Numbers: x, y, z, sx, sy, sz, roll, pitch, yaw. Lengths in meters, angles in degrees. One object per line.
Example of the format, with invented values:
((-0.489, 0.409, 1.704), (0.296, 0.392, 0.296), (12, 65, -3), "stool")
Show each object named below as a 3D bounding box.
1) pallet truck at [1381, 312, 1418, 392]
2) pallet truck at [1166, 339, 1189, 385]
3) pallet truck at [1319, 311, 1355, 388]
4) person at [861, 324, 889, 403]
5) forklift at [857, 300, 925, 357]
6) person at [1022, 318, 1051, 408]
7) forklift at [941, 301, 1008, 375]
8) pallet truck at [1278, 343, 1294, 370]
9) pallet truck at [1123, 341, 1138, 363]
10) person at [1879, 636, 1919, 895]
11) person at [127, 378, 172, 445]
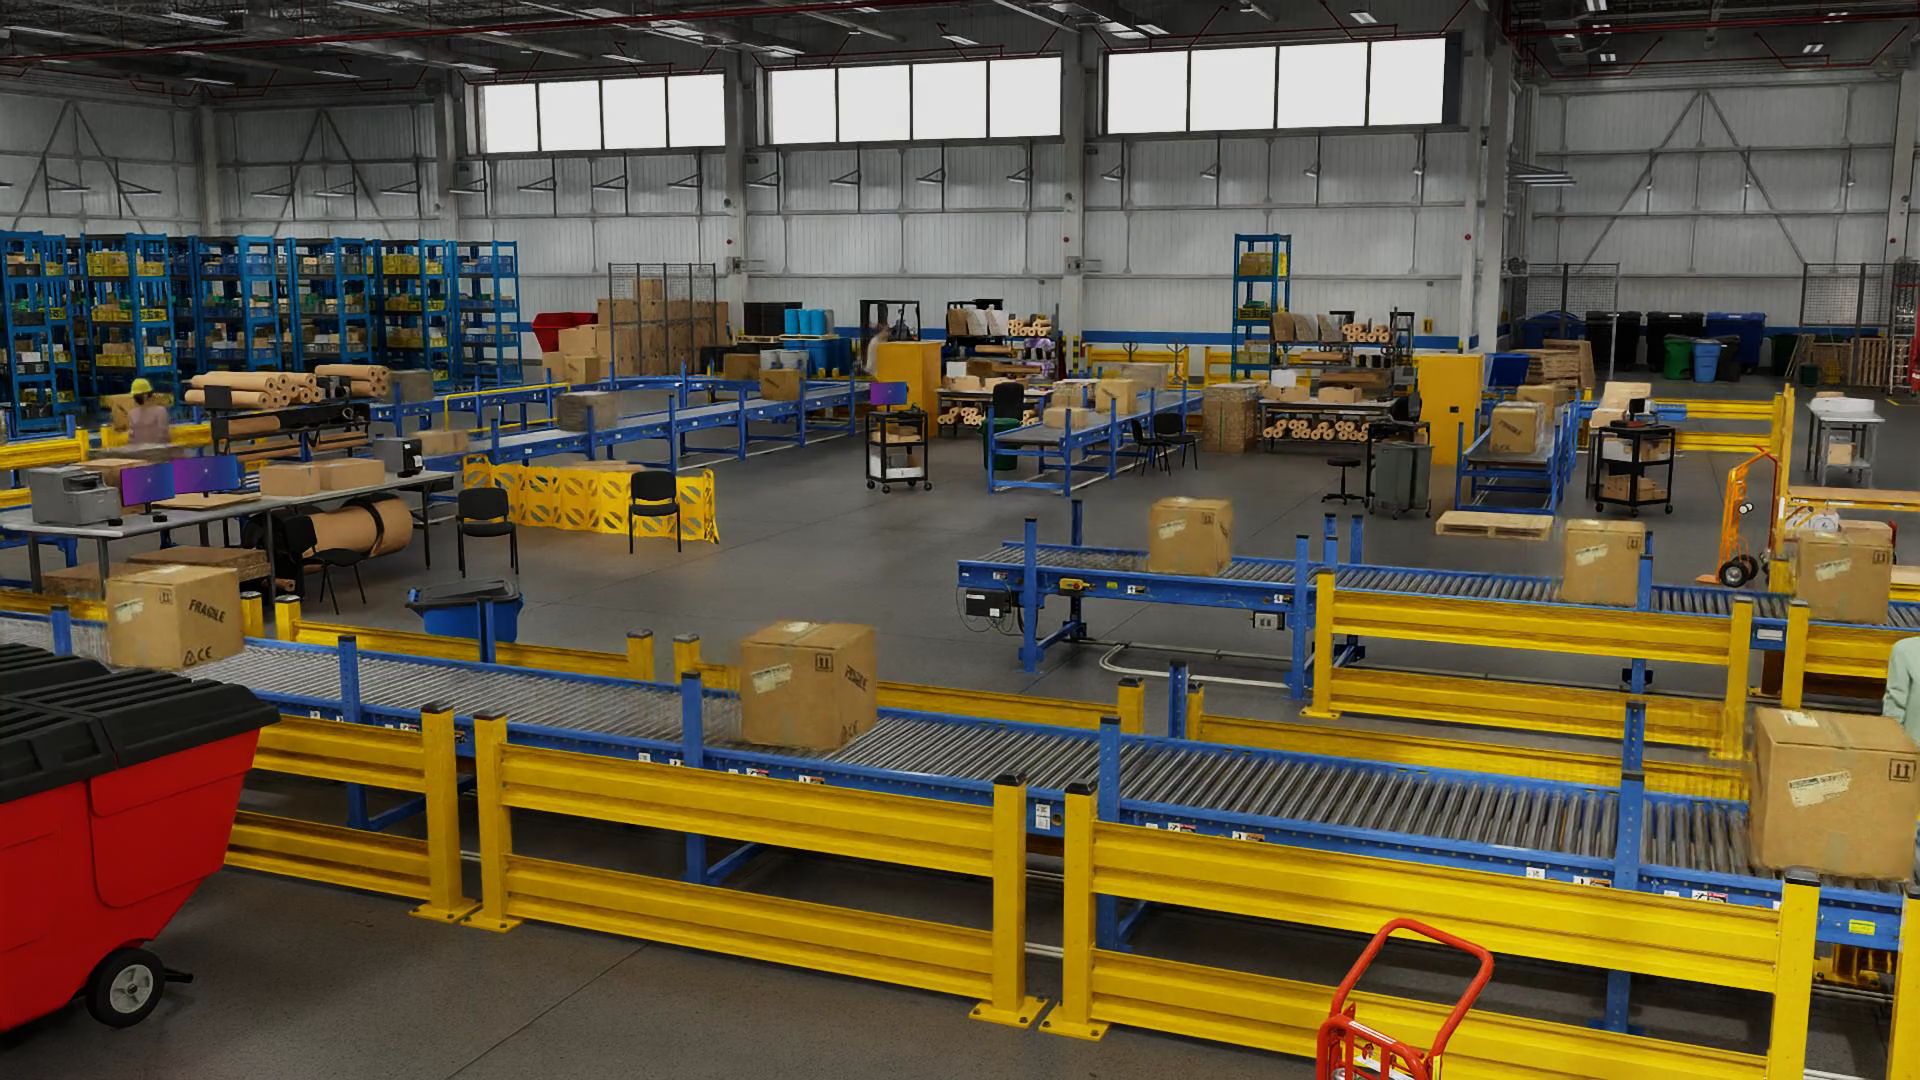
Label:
((10.207, -4.283, 38.369), (0.823, 1.965, 1.885), (3, 10, 20), "pallet truck")
((5.418, -4.269, 40.420), (0.704, 1.261, 1.522), (3, 10, 20), "pallet truck")
((9.071, -4.419, 39.190), (0.823, 1.965, 1.885), (5, 10, 26), "pallet truck")
((-1.704, -3.486, 34.032), (1.015, 1.858, 0.690), (4, 10, 21), "person")
((-1.732, -5.109, 42.468), (1.157, 1.987, 2.680), (4, 10, 22), "forklift")
((1.432, -3.184, 31.560), (0.607, 2.048, 0.365), (6, 11, 33), "person")
((0.365, -4.966, 41.571), (1.157, 1.987, 2.680), (3, 10, 20), "forklift")
((7.886, -4.163, 39.743), (0.653, 1.274, 1.630), (4, 10, 22), "pallet truck")
((4.445, -4.380, 41.279), (0.680, 1.201, 1.601), (4, 10, 22), "pallet truck")
((4.418, 0.995, 7.488), (0.500, 1.632, 0.286), (7, 12, 35), "person")
((-9.293, -0.979, 19.060), (0.557, 1.751, 0.368), (2, 10, 14), "person")
